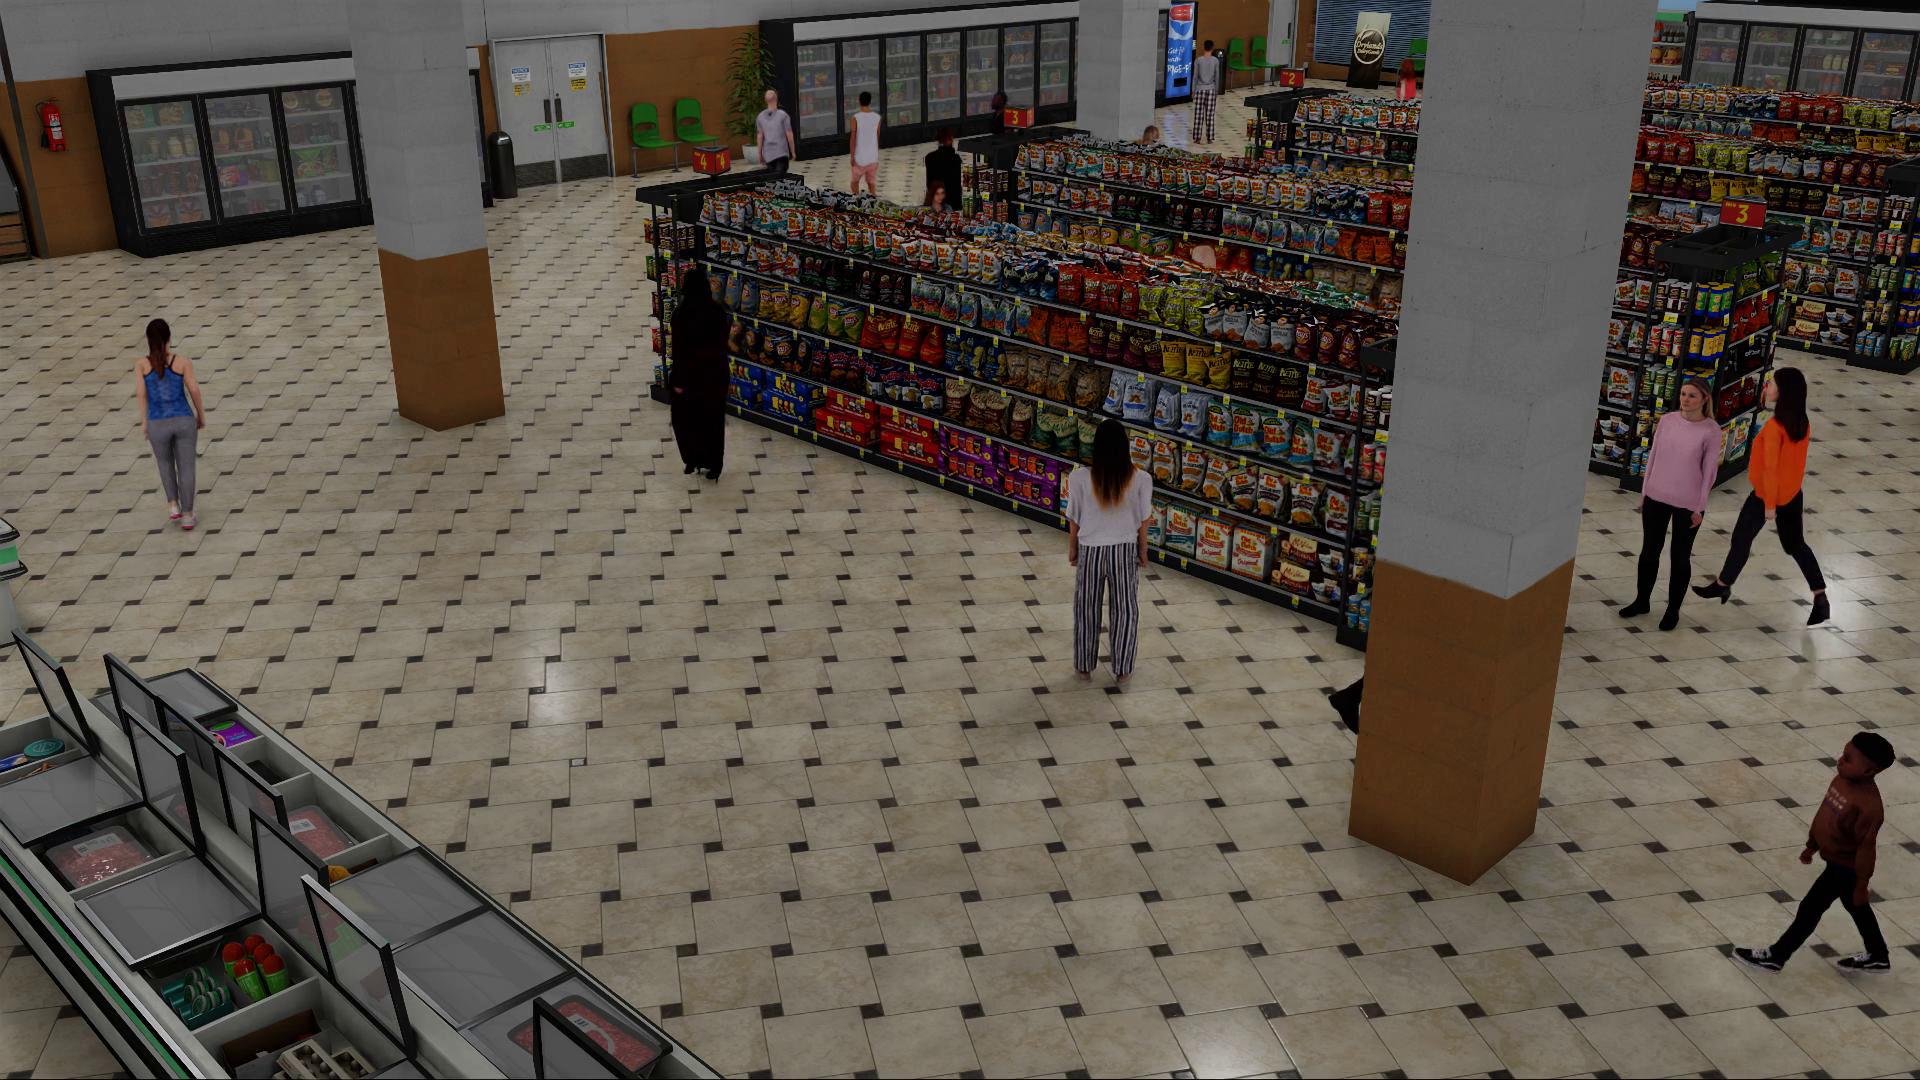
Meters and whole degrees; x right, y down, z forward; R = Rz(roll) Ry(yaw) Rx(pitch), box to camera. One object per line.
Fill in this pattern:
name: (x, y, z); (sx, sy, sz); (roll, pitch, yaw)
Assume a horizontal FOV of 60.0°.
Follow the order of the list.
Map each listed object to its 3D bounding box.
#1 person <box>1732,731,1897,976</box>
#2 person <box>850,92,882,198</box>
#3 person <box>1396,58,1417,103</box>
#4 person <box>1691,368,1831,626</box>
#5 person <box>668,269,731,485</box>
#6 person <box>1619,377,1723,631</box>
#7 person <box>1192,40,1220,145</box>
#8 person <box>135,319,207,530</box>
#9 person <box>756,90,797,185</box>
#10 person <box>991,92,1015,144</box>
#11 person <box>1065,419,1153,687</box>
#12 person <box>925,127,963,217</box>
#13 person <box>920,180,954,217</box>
person: (3.966, 1.424, 7.336); (0.986, 1.222, 0.850); (4, 22, 10)
person: (-1.309, -5.462, 23.767); (0.839, 1.747, 0.961); (-8, 23, -20)
person: (7.502, -7.060, 27.708); (0.684, 1.774, 1.160); (-17, 27, -36)
person: (5.406, -0.244, 10.838); (0.724, 1.706, 1.159); (-16, 27, -35)
person: (-2.037, -1.281, 13.365); (0.751, 1.746, 0.798); (-14, 26, -31)
person: (4.688, -0.257, 10.892); (0.654, 1.688, 0.472); (-19, 29, -39)
person: (4.496, -8.227, 30.516); (0.703, 1.847, 0.766); (0, 22, -1)
person: (-5.914, -0.838, 12.461); (0.688, 1.598, 0.712); (-8, 23, -19)
person: (-2.636, -5.408, 23.569); (1.264, 1.796, 1.088); (8, 23, 20)
person: (0.668, -5.423, 23.595); (0.856, 1.805, 0.755); (-8, 23, -19)
person: (0.894, 0.078, 10.073); (0.761, 1.679, 0.846); (3, 22, 8)
person: (-0.247, -3.899, 19.725); (1.081, 1.861, 0.957); (16, 27, 35)
person: (-0.336, -3.015, 17.796); (0.714, 1.659, 1.063); (-14, 26, -31)
